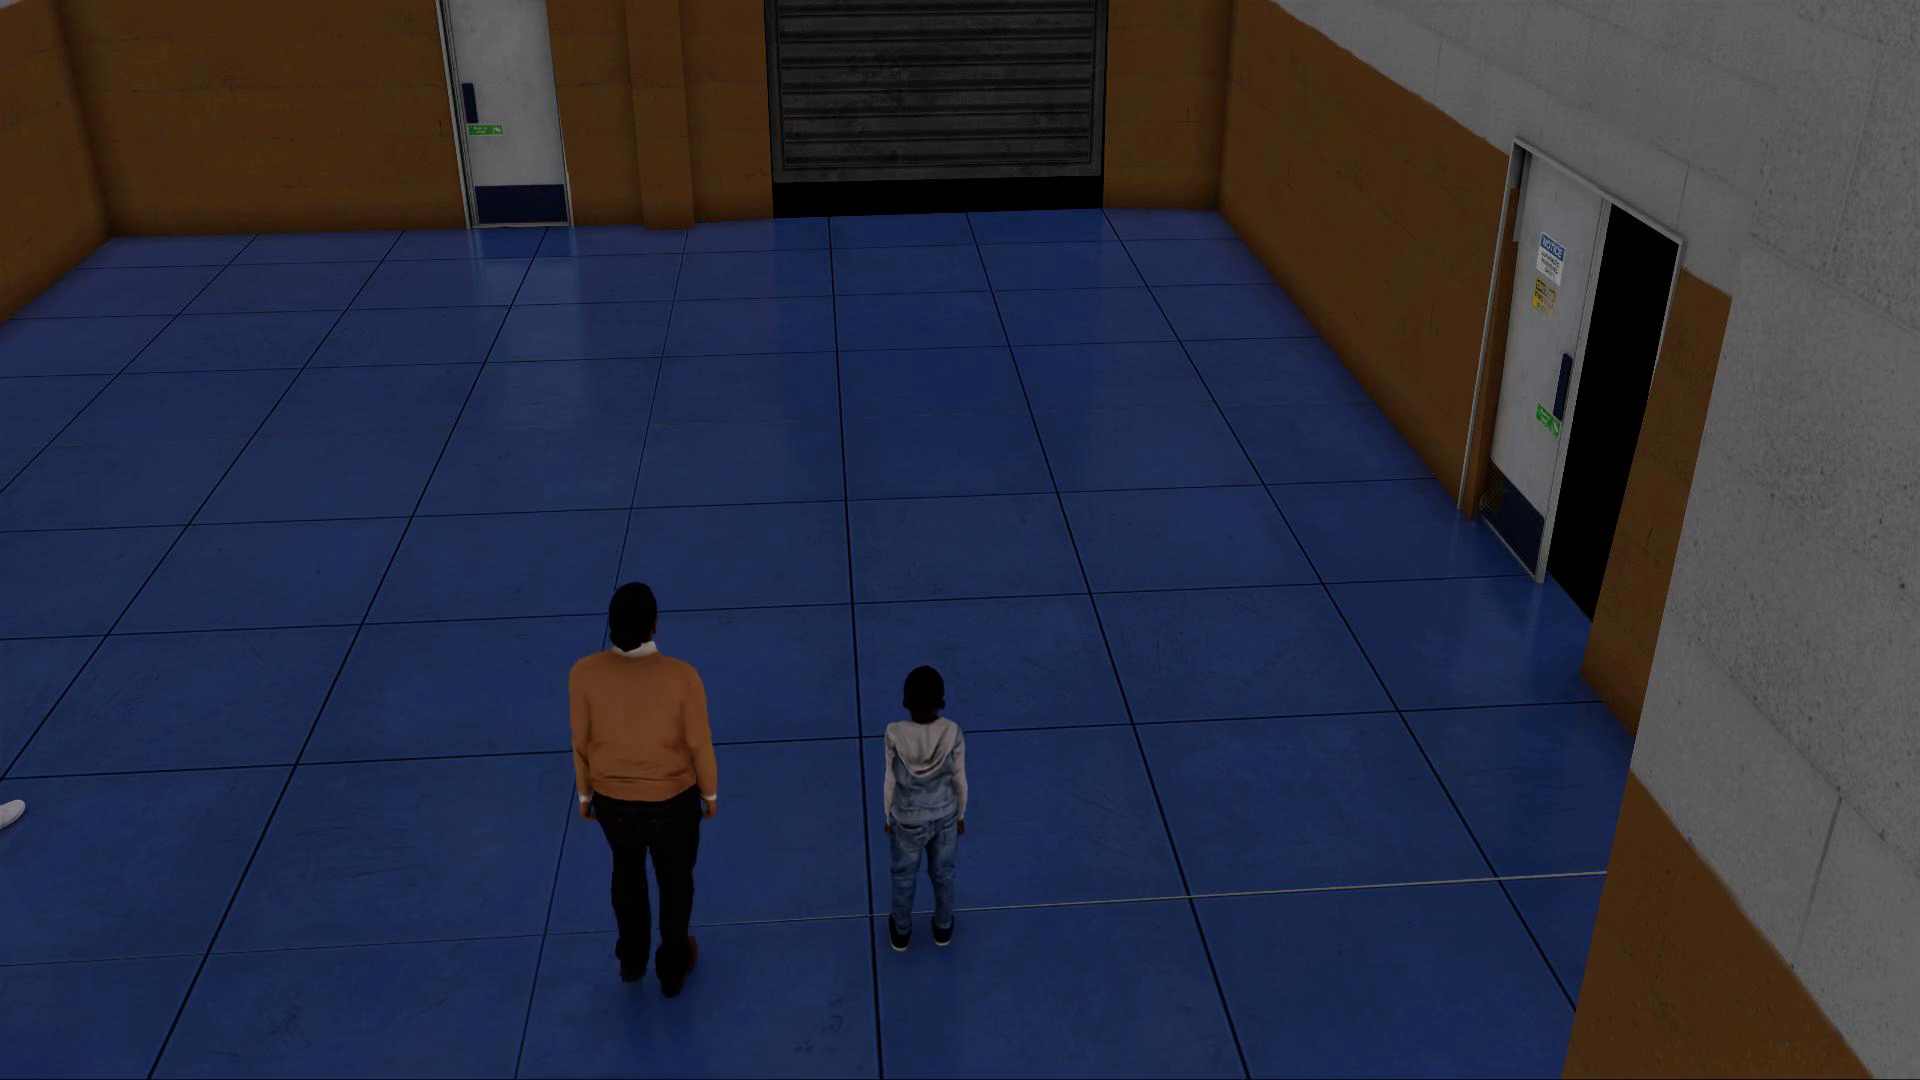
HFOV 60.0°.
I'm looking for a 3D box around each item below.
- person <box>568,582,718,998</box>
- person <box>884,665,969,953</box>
[{"bbox_3d":[-1.163,0.982,6.054,0.639,1.743,0.771,1,27,2],"label":"person"},{"bbox_3d":[-0.146,1.049,6.466,0.420,1.258,0.531,-3,27,-6],"label":"person"}]
